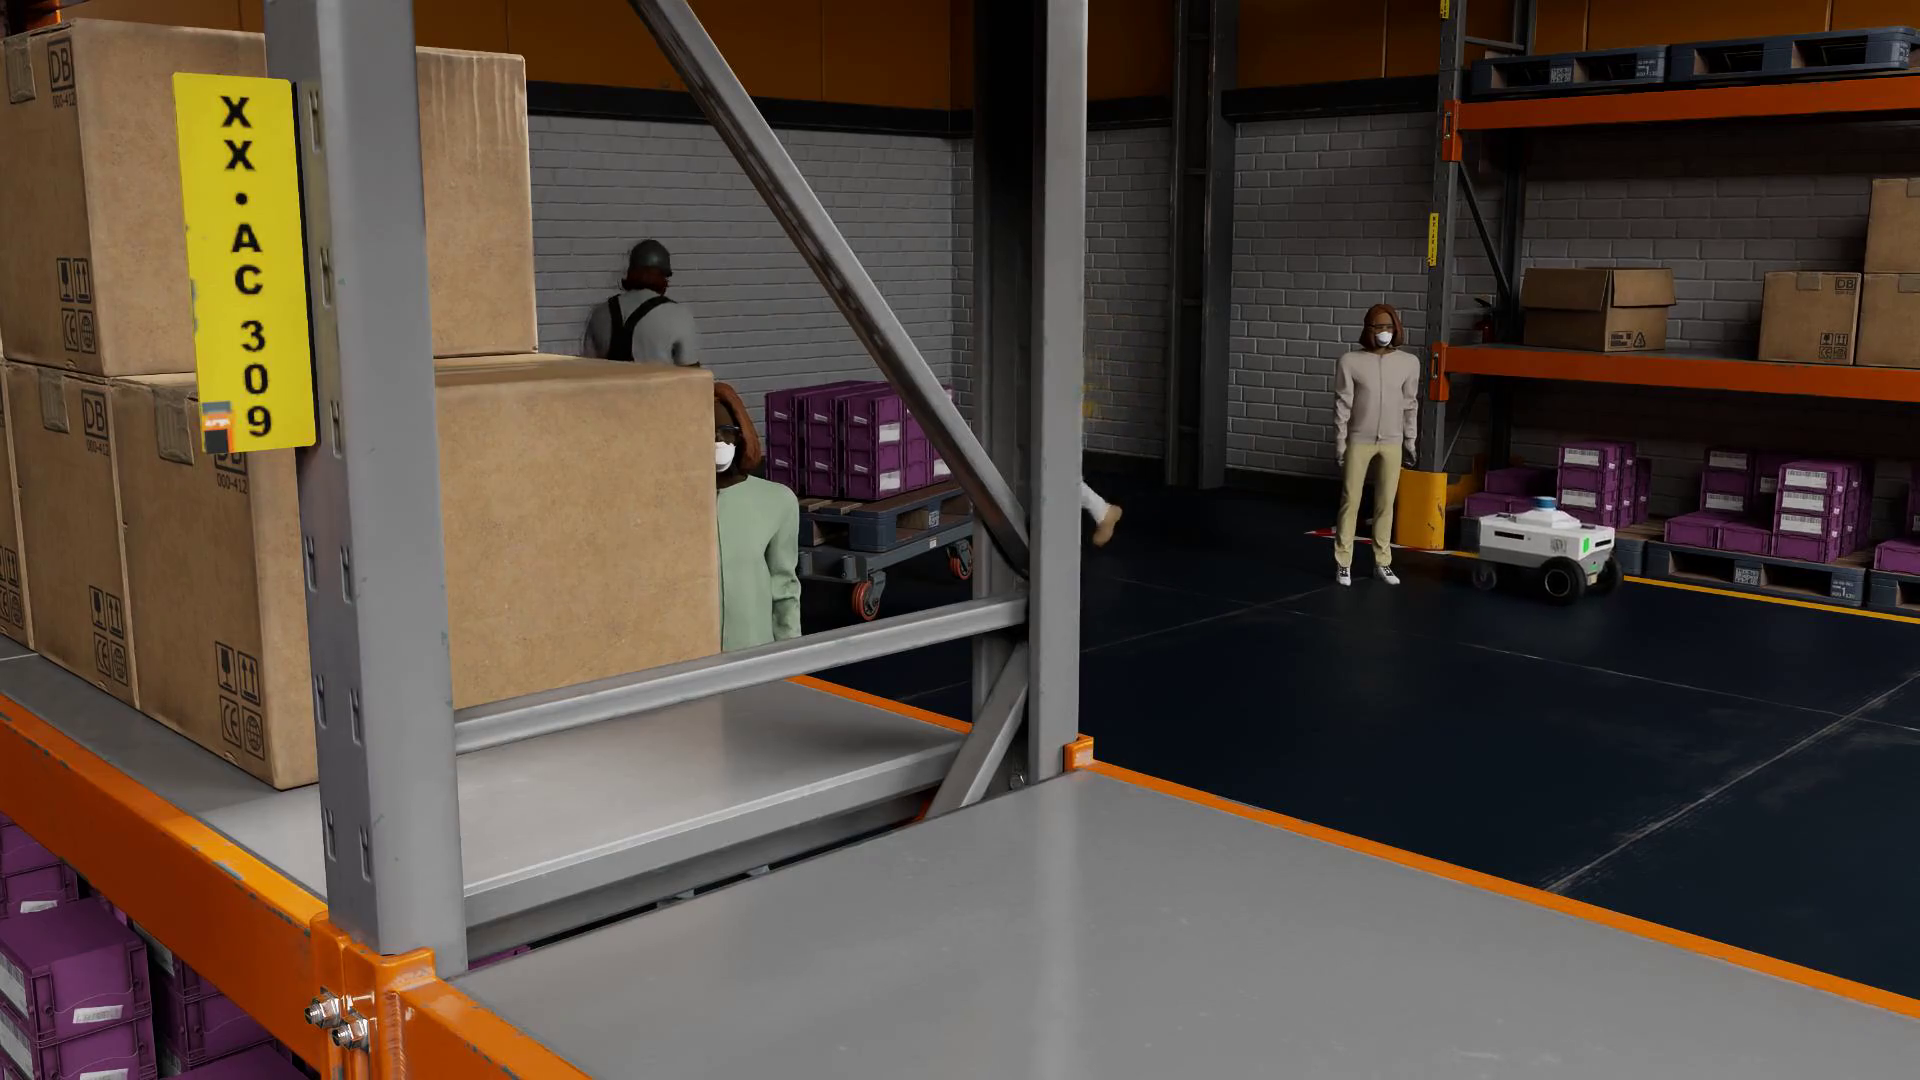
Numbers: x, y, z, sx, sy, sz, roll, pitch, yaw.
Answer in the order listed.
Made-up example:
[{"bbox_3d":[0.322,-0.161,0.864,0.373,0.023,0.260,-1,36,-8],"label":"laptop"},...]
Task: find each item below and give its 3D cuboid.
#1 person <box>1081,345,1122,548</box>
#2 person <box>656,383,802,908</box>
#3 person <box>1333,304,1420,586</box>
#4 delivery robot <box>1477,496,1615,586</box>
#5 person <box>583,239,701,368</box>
[{"bbox_3d":[0.655,-0.788,10.453,0.612,1.821,0.645,-1,10,-4],"label":"person"},{"bbox_3d":[-0.667,0.380,4.584,0.500,1.633,0.281,-5,11,-24],"label":"person"},{"bbox_3d":[2.404,-0.546,9.628,0.501,1.633,0.282,-1,10,-4],"label":"person"},{"bbox_3d":[3.283,-0.001,9.350,0.477,0.478,0.707,-9,14,-41],"label":"delivery robot"},{"bbox_3d":[-1.726,-0.713,9.434,0.688,2.000,0.695,6,12,31],"label":"person"}]
